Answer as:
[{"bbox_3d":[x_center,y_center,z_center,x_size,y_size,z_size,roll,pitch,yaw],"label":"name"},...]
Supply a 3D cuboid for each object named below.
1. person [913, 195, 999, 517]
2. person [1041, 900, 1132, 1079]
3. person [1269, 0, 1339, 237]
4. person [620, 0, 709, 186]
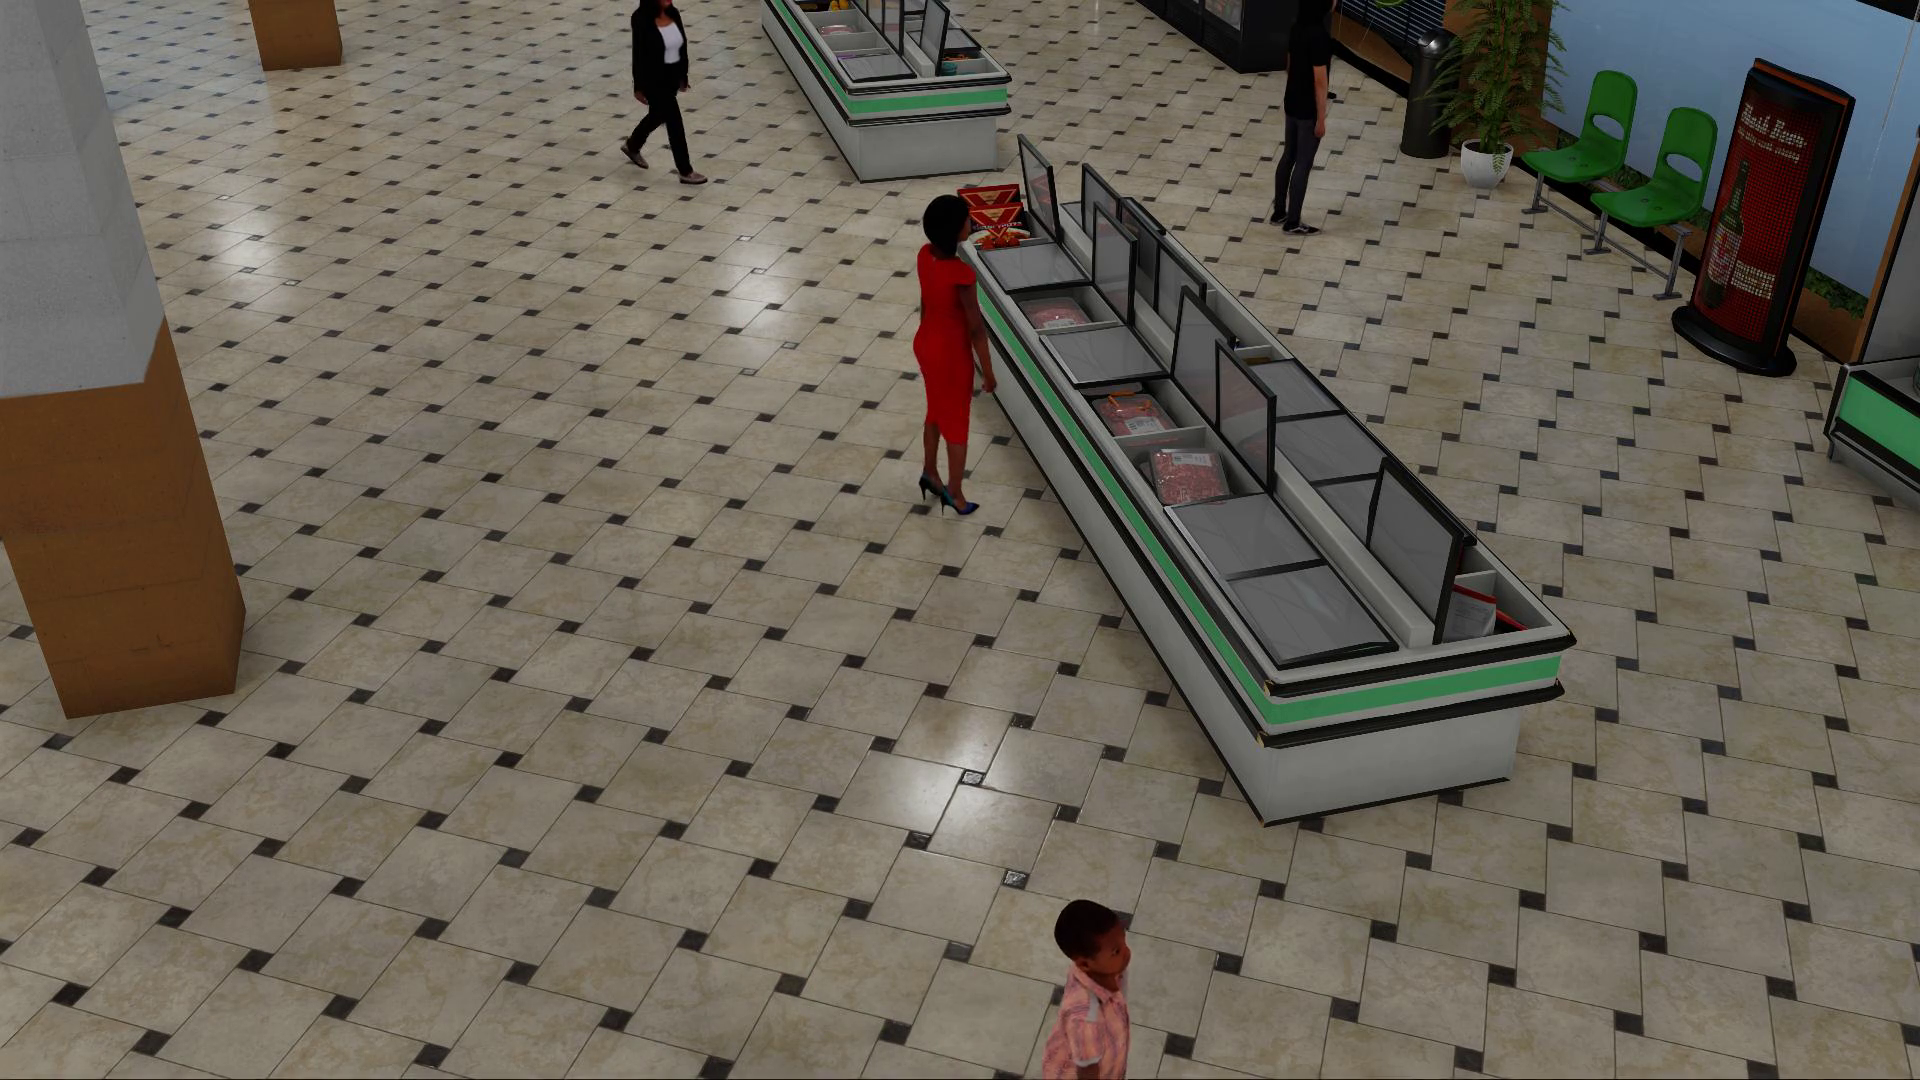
[{"bbox_3d":[-0.096,-0.889,8.350,0.743,1.742,0.605,-23,39,-32],"label":"person"},{"bbox_3d":[0.290,1.554,4.868,0.876,1.272,0.910,10,33,16],"label":"person"},{"bbox_3d":[2.440,-3.091,11.803,0.696,1.833,0.443,-9,33,-13],"label":"person"},{"bbox_3d":[-2.368,-3.523,12.735,1.151,1.581,1.113,14,35,21],"label":"person"}]
